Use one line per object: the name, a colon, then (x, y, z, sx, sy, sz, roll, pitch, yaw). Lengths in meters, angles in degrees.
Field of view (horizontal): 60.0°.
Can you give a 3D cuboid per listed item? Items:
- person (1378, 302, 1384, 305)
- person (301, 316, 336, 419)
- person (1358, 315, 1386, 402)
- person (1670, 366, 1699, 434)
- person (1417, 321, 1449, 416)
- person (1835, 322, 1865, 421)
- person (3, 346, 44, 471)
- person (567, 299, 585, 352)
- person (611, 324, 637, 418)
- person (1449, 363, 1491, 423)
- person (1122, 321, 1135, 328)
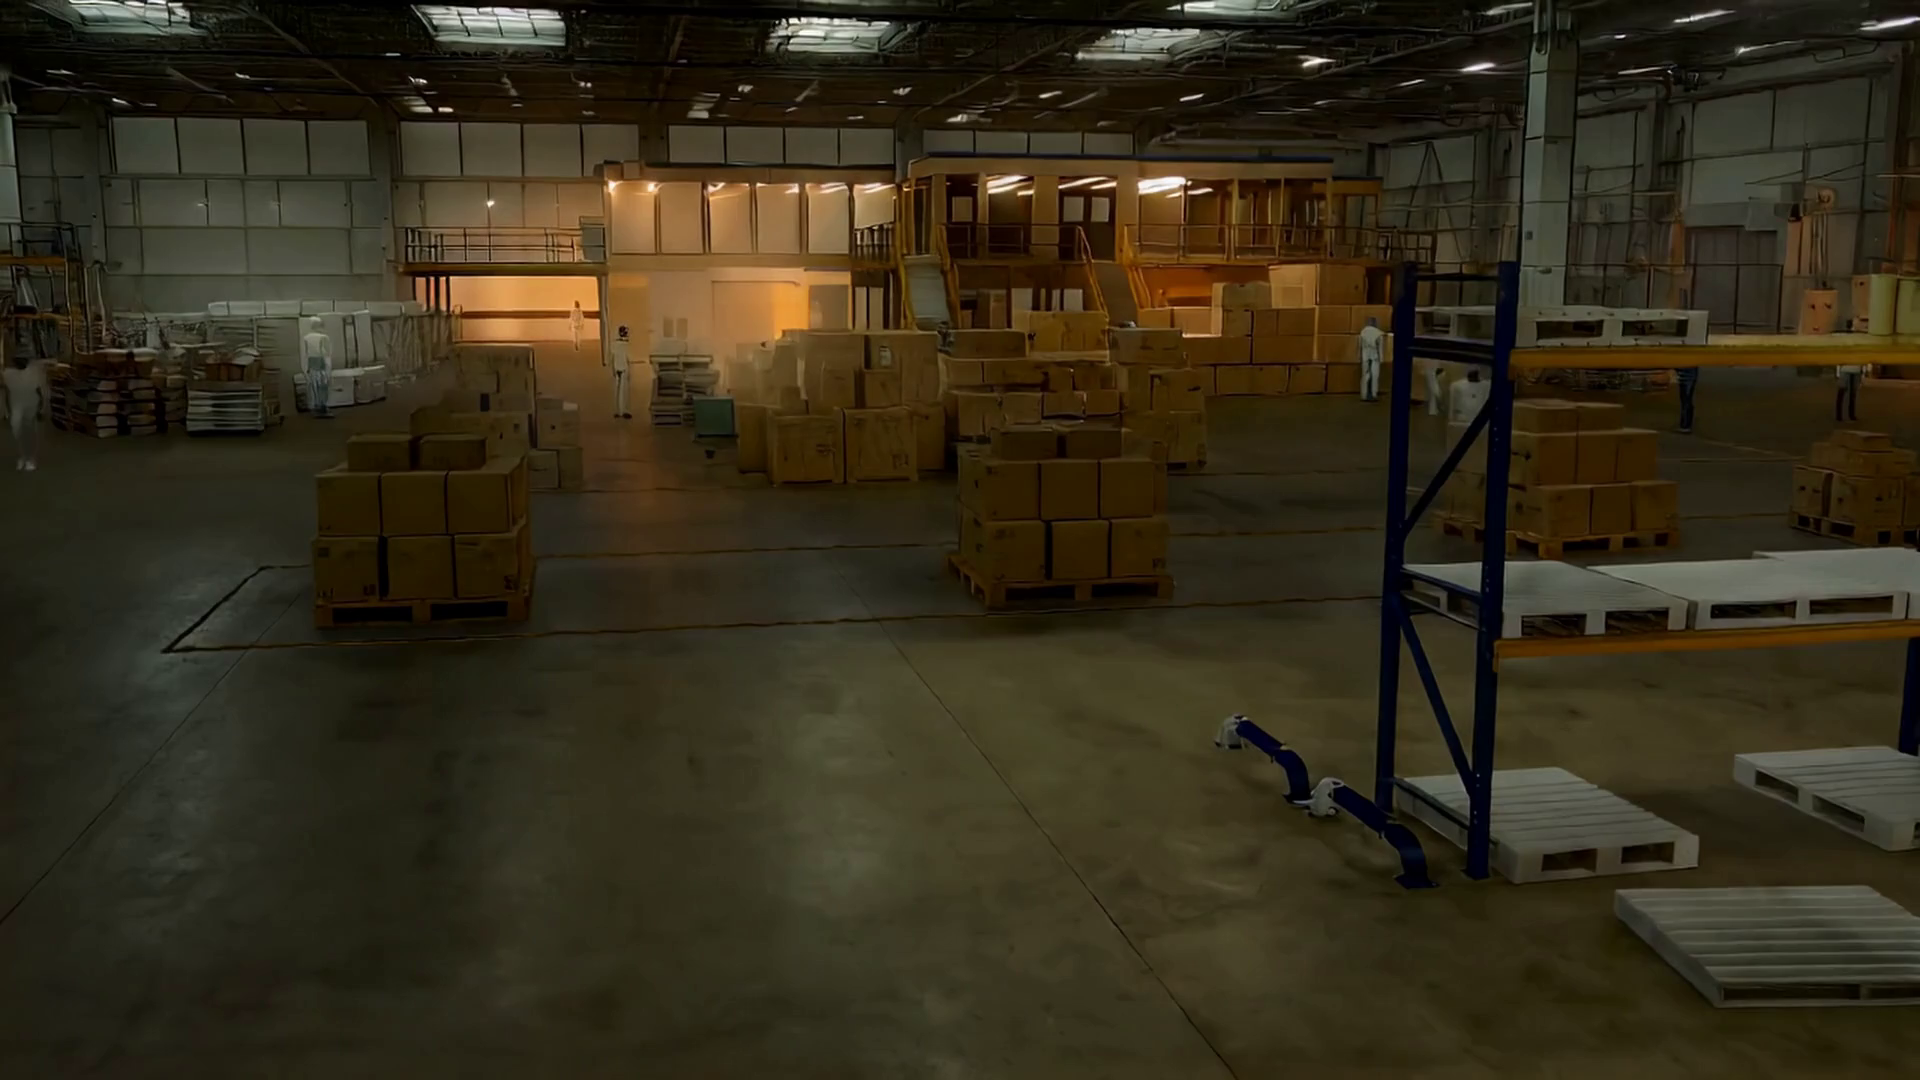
person: (13.098, -6.485, 52.059, 0.628, 1.938, 1.038, 6, 11, 34)
person: (-12.698, -3.404, 32.915, 0.609, 2.044, 0.395, 2, 10, 12)
person: (9.242, -4.071, 37.302, 0.638, 1.937, 0.356, 8, 12, 41)
person: (13.123, -2.885, 30.040, 0.384, 1.949, 0.605, 2, 10, 11)
person: (9.566, -3.486, 33.826, 0.622, 1.900, 0.751, -4, 10, -23)
person: (17.434, -3.288, 32.531, 0.543, 1.939, 0.371, 1, 9, 7)
person: (-13.810, -1.931, 24.498, 0.552, 1.856, 0.493, -2, 10, -12)
person: (-13.672, -7.635, 59.236, 0.610, 1.869, 0.419, -2, 10, -12)
person: (-6.729, -3.362, 33.196, 0.510, 1.871, 0.328, 7, 12, 37)
person: (6.612, -1.449, 21.490, 0.629, 1.879, 0.540, 0, 9, 1)
person: (3.208, -3.142, 31.496, 0.611, 1.985, 0.394, -7, 12, -37)
